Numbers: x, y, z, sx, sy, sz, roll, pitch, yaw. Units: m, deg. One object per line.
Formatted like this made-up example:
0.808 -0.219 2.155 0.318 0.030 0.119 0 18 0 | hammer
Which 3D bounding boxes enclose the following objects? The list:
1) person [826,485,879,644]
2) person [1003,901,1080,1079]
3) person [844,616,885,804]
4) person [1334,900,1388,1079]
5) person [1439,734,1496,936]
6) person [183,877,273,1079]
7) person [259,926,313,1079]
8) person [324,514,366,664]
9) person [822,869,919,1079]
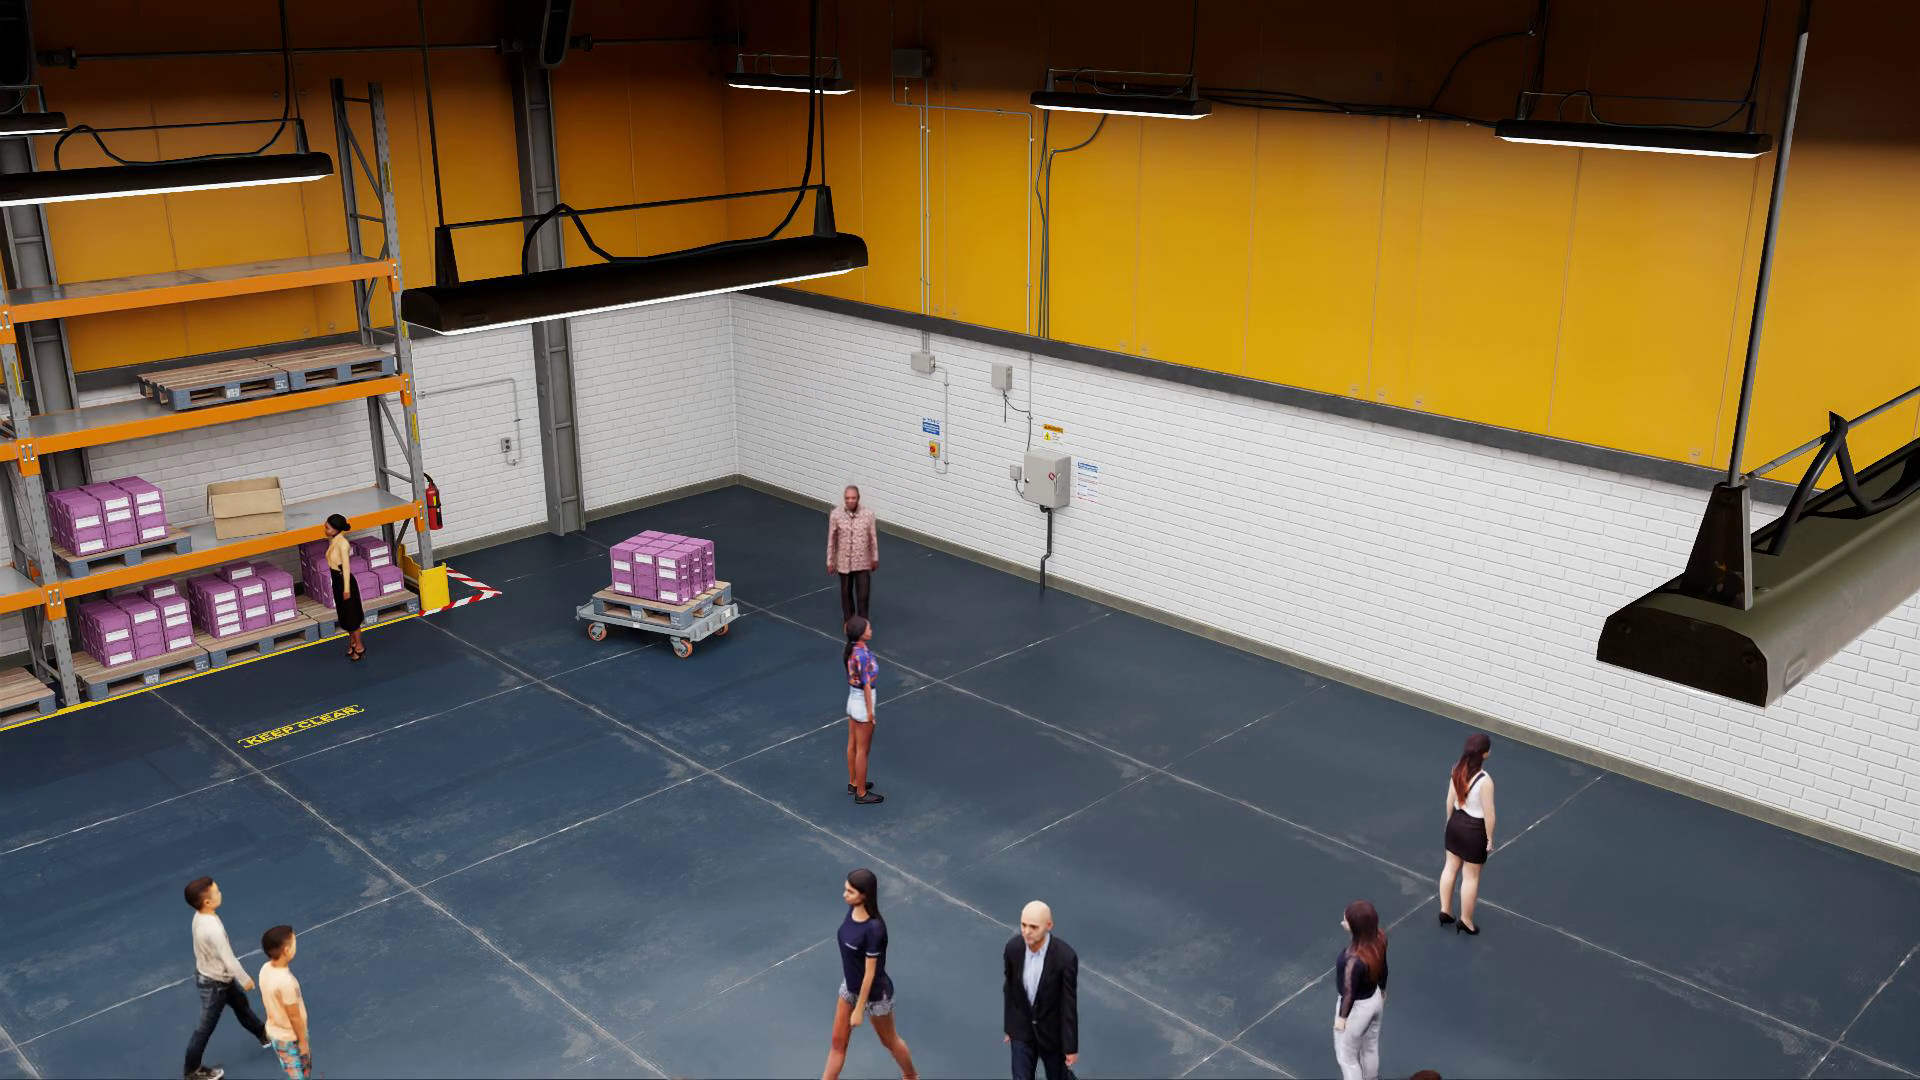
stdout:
-1.189 0.236 18.575 1.144 1.759 1.212 0 19 0 | person
0.537 3.007 10.307 0.927 1.783 1.147 8 20 22 | person
-0.886 1.496 14.861 0.651 1.741 0.660 -7 20 -19 | person
2.579 2.982 10.677 0.477 1.595 0.827 -14 23 -36 | person
3.896 2.248 12.773 0.558 1.649 0.591 -13 22 -33 | person
-5.007 2.953 11.026 1.019 1.428 0.655 -13 23 -34 | person
-4.288 3.136 10.456 0.587 1.443 0.842 15 24 38 | person
-6.627 0.512 17.922 0.549 1.651 0.575 -15 23 -37 | person
-0.513 2.904 10.709 1.179 1.722 0.834 -9 21 -25 | person
